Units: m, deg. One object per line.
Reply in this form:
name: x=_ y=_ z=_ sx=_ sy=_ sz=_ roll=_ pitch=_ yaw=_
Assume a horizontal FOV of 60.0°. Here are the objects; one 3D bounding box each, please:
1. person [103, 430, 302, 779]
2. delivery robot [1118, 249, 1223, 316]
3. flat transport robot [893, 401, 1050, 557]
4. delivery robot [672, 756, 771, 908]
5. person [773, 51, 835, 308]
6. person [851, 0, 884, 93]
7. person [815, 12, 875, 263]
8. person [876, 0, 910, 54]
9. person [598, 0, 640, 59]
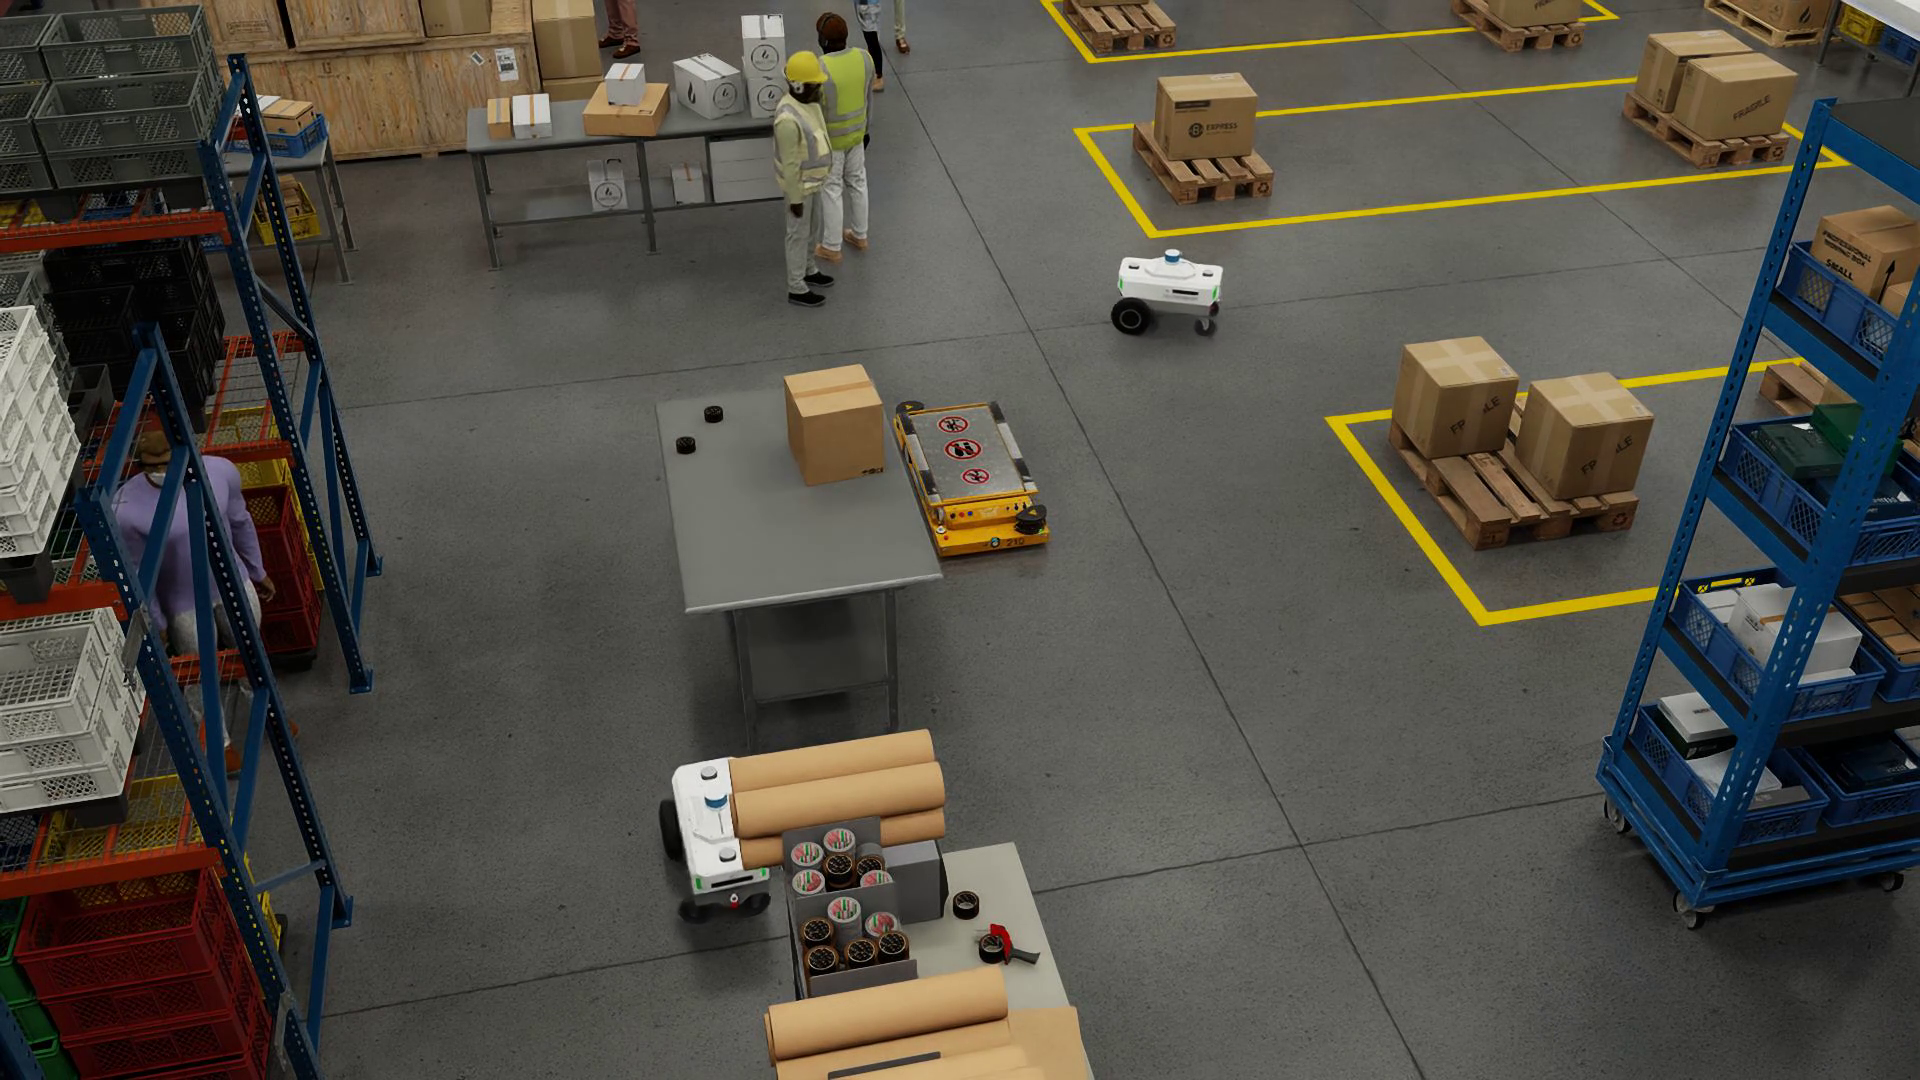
person: x=-3.536 y=0.250 z=7.811 sx=0.372 sy=1.936 sz=0.629 roll=29 pitch=45 yaw=33
delivery robot: x=1.470 y=-1.795 z=11.631 sx=0.707 sy=0.478 sz=0.477 roll=7 pitch=37 yaw=10
flat transport robot: x=0.046 y=-0.430 z=10.108 sx=0.652 sy=0.197 sz=1.431 roll=-8 pitch=37 yaw=-10
delivery robot: x=-1.079 y=1.301 z=7.470 sx=0.477 sy=0.478 sz=0.707 roll=-10 pitch=38 yaw=-13
person: x=-1.084 y=-2.531 z=11.645 sx=0.403 sy=1.824 sz=0.603 roll=6 pitch=37 yaw=9
person: x=-0.861 y=-4.874 z=14.903 sx=0.323 sy=1.689 sz=0.536 roll=-5 pitch=37 yaw=-6
person: x=-0.905 y=-2.944 z=12.181 sx=0.633 sy=1.843 sz=0.429 roll=-31 pitch=46 yaw=-34
person: x=-0.680 y=-5.469 z=15.565 sx=0.515 sy=1.863 sz=0.349 roll=-9 pitch=38 yaw=-12
person: x=-3.302 y=-5.510 z=15.578 sx=0.410 sy=1.906 sz=0.642 roll=-25 pitch=44 yaw=-30
